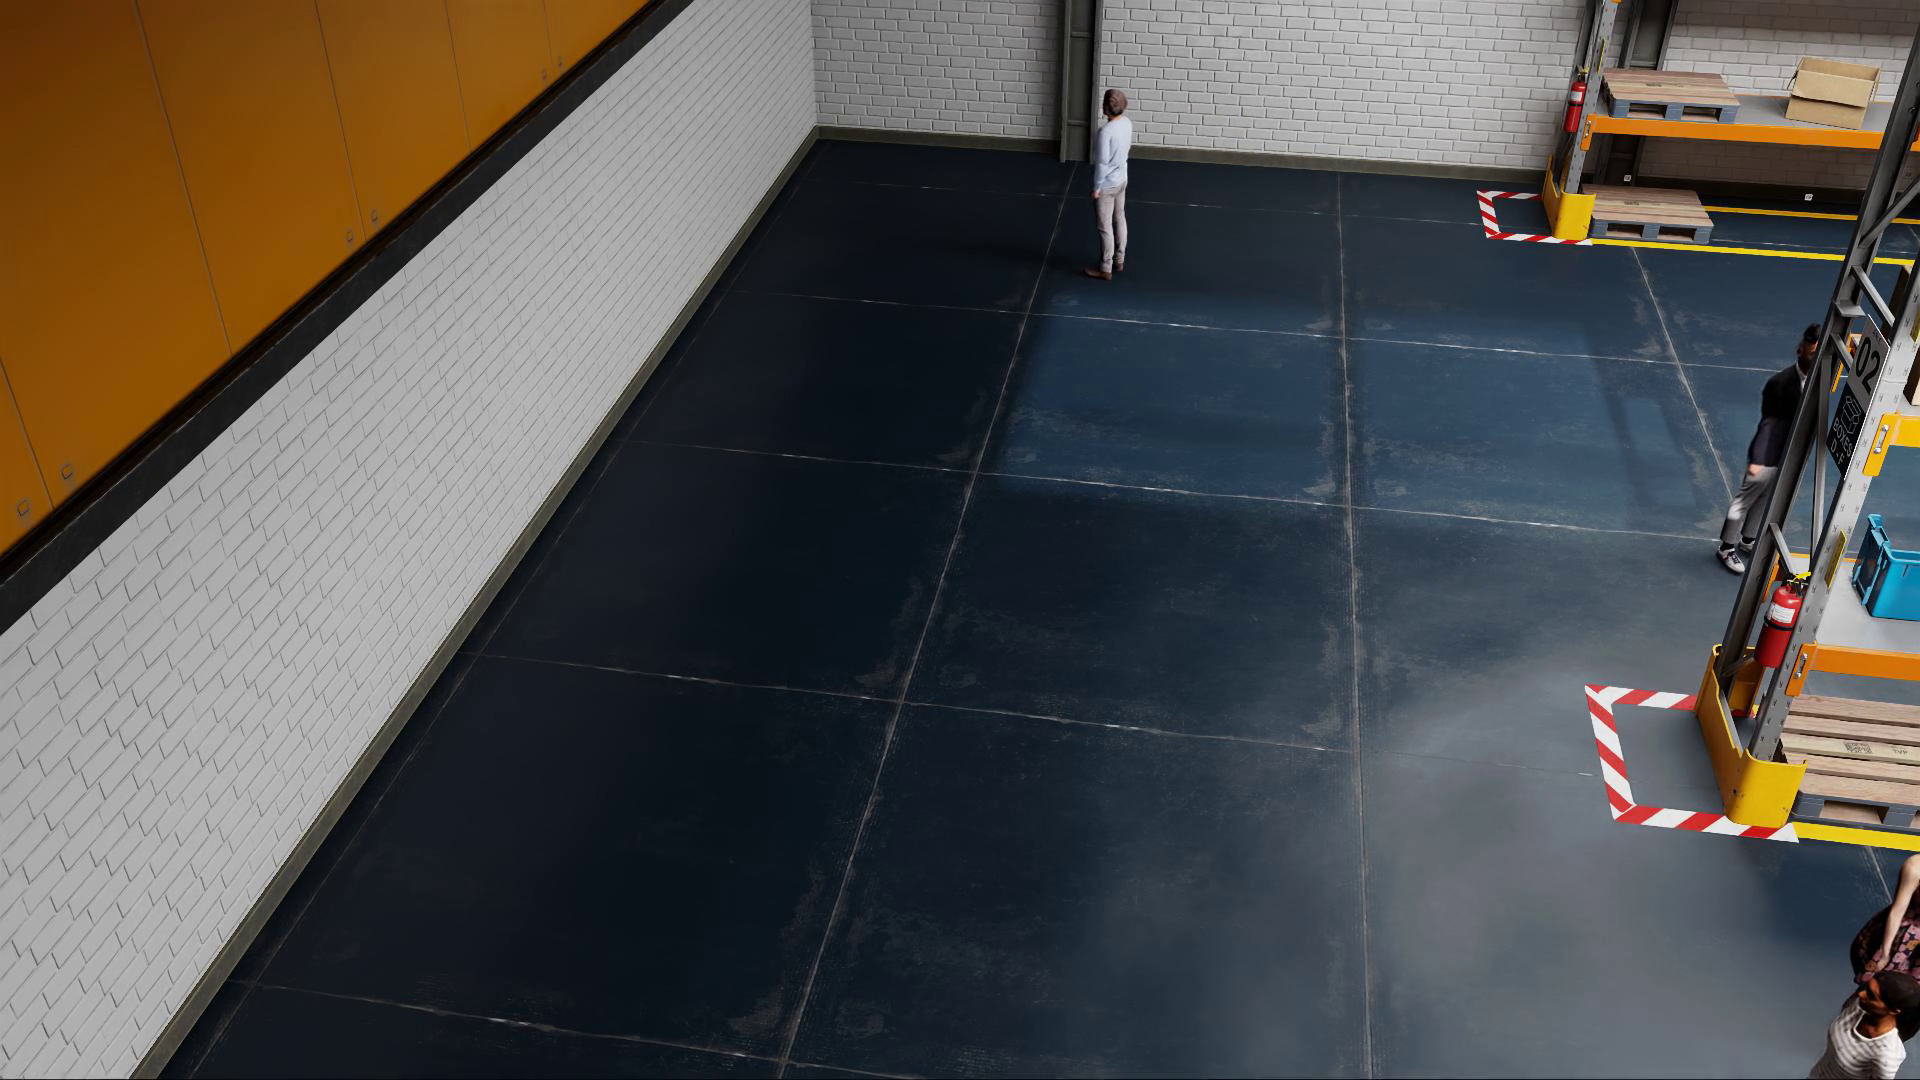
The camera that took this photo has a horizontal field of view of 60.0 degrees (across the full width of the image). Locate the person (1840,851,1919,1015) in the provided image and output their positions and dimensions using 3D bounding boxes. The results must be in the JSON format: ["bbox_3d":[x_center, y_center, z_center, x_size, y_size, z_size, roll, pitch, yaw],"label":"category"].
[{"bbox_3d":[4.652,1.991,8.150,0.738,1.775,0.831,-7,34,-11],"label":"person"}]

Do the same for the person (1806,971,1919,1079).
[{"bbox_3d":[3.967,2.517,7.474,0.533,1.646,0.568,4,34,6],"label":"person"}]

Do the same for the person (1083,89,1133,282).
[{"bbox_3d":[1.482,-3.492,16.292,0.742,1.894,0.742,23,40,31],"label":"person"}]

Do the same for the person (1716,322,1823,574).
[{"bbox_3d":[5.909,-0.696,12.026,0.743,1.959,0.857,-13,36,-19],"label":"person"}]
